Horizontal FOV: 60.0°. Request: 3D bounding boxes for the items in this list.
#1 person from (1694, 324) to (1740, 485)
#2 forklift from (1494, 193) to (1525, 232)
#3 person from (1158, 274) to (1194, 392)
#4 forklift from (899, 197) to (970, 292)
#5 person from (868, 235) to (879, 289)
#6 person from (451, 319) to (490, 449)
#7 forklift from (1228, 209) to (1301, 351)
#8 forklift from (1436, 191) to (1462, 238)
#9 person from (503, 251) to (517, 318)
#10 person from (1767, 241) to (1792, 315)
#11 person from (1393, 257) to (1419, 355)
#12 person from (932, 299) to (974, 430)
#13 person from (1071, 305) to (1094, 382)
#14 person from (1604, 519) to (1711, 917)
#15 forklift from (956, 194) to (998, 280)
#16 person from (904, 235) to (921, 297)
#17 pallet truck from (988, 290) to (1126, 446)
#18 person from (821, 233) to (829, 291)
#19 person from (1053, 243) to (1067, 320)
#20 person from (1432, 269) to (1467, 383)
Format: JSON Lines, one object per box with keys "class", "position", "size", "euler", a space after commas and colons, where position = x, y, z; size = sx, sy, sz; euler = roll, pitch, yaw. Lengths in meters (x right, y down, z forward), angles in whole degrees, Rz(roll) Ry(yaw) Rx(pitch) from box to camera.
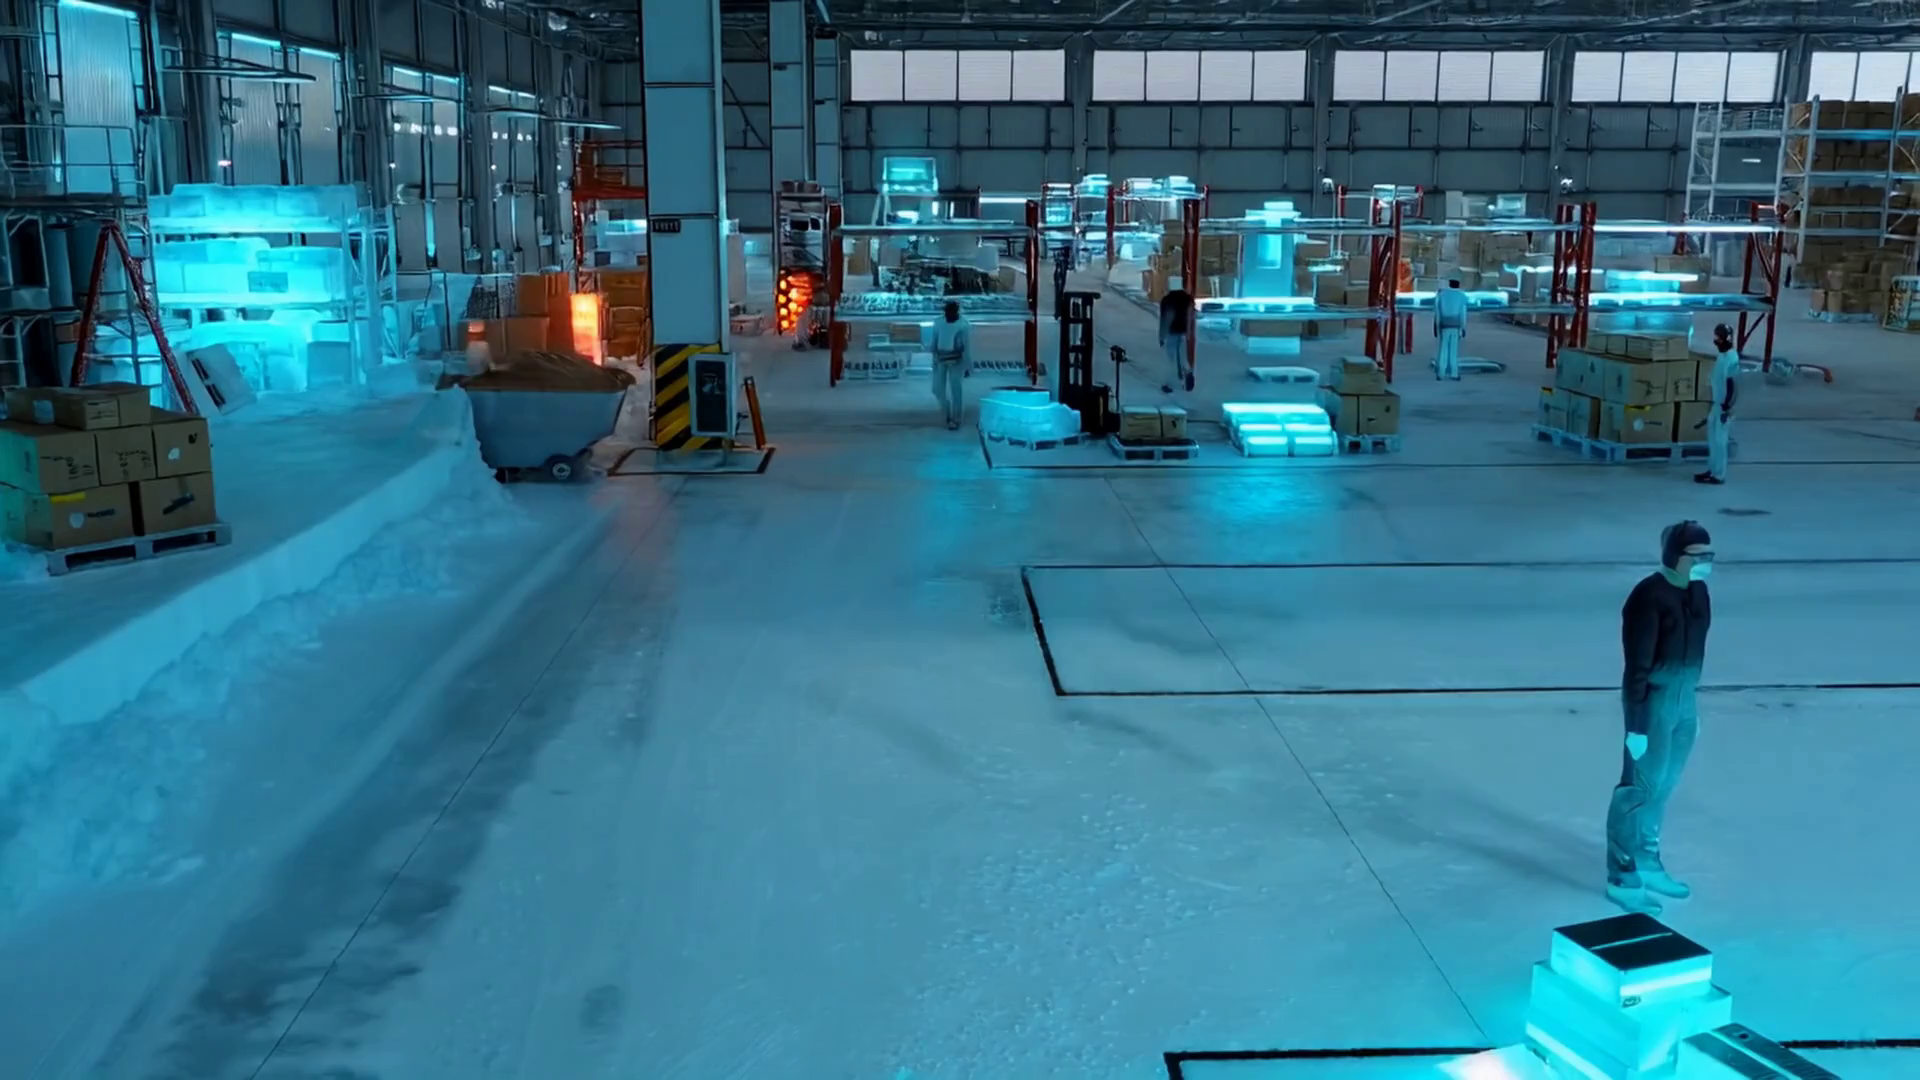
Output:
{"class": "person", "position": [8.698, -1.547, 19.059], "size": [0.355, 1.860, 0.553], "euler": [2, 13, 11]}
{"class": "forklift", "position": [18.571, -10.343, 56.418], "size": [1.129, 2.768, 1.873], "euler": [5, 14, 22]}
{"class": "person", "position": [3.501, -3.324, 26.902], "size": [0.644, 1.927, 0.633], "euler": [-6, 14, -24]}
{"class": "forklift", "position": [-0.712, -8.570, 48.413], "size": [1.873, 2.768, 1.129], "euler": [9, 15, 34]}
{"class": "person", "position": [-2.673, -8.692, 51.246], "size": [0.340, 1.879, 0.578], "euler": [-3, 13, -13]}
{"class": "person", "position": [-6.241, -2.045, 21.710], "size": [0.517, 1.705, 0.854], "euler": [11, 16, 40]}
{"class": "forklift", "position": [6.186, -5.260, 33.469], "size": [1.129, 2.768, 1.873], "euler": [0, 12, -2]}
{"class": "forklift", "position": [18.581, -11.763, 62.831], "size": [1.873, 2.768, 1.129], "euler": [0, 12, -2]}
{"class": "person", "position": [-11.033, -6.251, 40.792], "size": [0.313, 1.633, 0.521], "euler": [-9, 15, -35]}
{"class": "person", "position": [20.545, -6.577, 41.752], "size": [0.528, 1.853, 0.451], "euler": [4, 13, 15]}
{"class": "person", "position": [8.726, -4.589, 32.631], "size": [0.392, 1.920, 0.592], "euler": [-7, 14, -30]}
{"class": "person", "position": [-0.118, -2.432, 23.096], "size": [0.661, 1.824, 0.457], "euler": [7, 14, 28]}
{"class": "person", "position": [1.779, -2.575, 24.063], "size": [0.322, 1.690, 0.533], "euler": [-1, 13, -3]}
{"class": "person", "position": [3.400, 0.842, 8.065], "size": [0.635, 1.936, 0.354], "euler": [-11, 17, -42]}
{"class": "forklift", "position": [0.225, -9.971, 54.741], "size": [1.873, 2.768, 1.129], "euler": [-7, 14, -28]}
{"class": "person", "position": [-1.366, -7.687, 46.590], "size": [0.579, 1.926, 0.387], "euler": [8, 15, 34]}
{"class": "pallet truck", "position": [1.257, -2.299, 22.111], "size": [1.885, 1.965, 0.823], "euler": [-9, 15, -35]}
{"class": "person", "position": [-3.537, -7.246, 44.584], "size": [0.358, 1.938, 0.545], "euler": [-7, 14, -27]}
{"class": "person", "position": [2.442, -6.255, 40.320], "size": [0.346, 1.846, 0.506], "euler": [4, 13, 18]}
{"class": "person", "position": [8.339, -3.639, 28.337], "size": [0.585, 1.920, 0.383], "euler": [9, 16, 37]}
